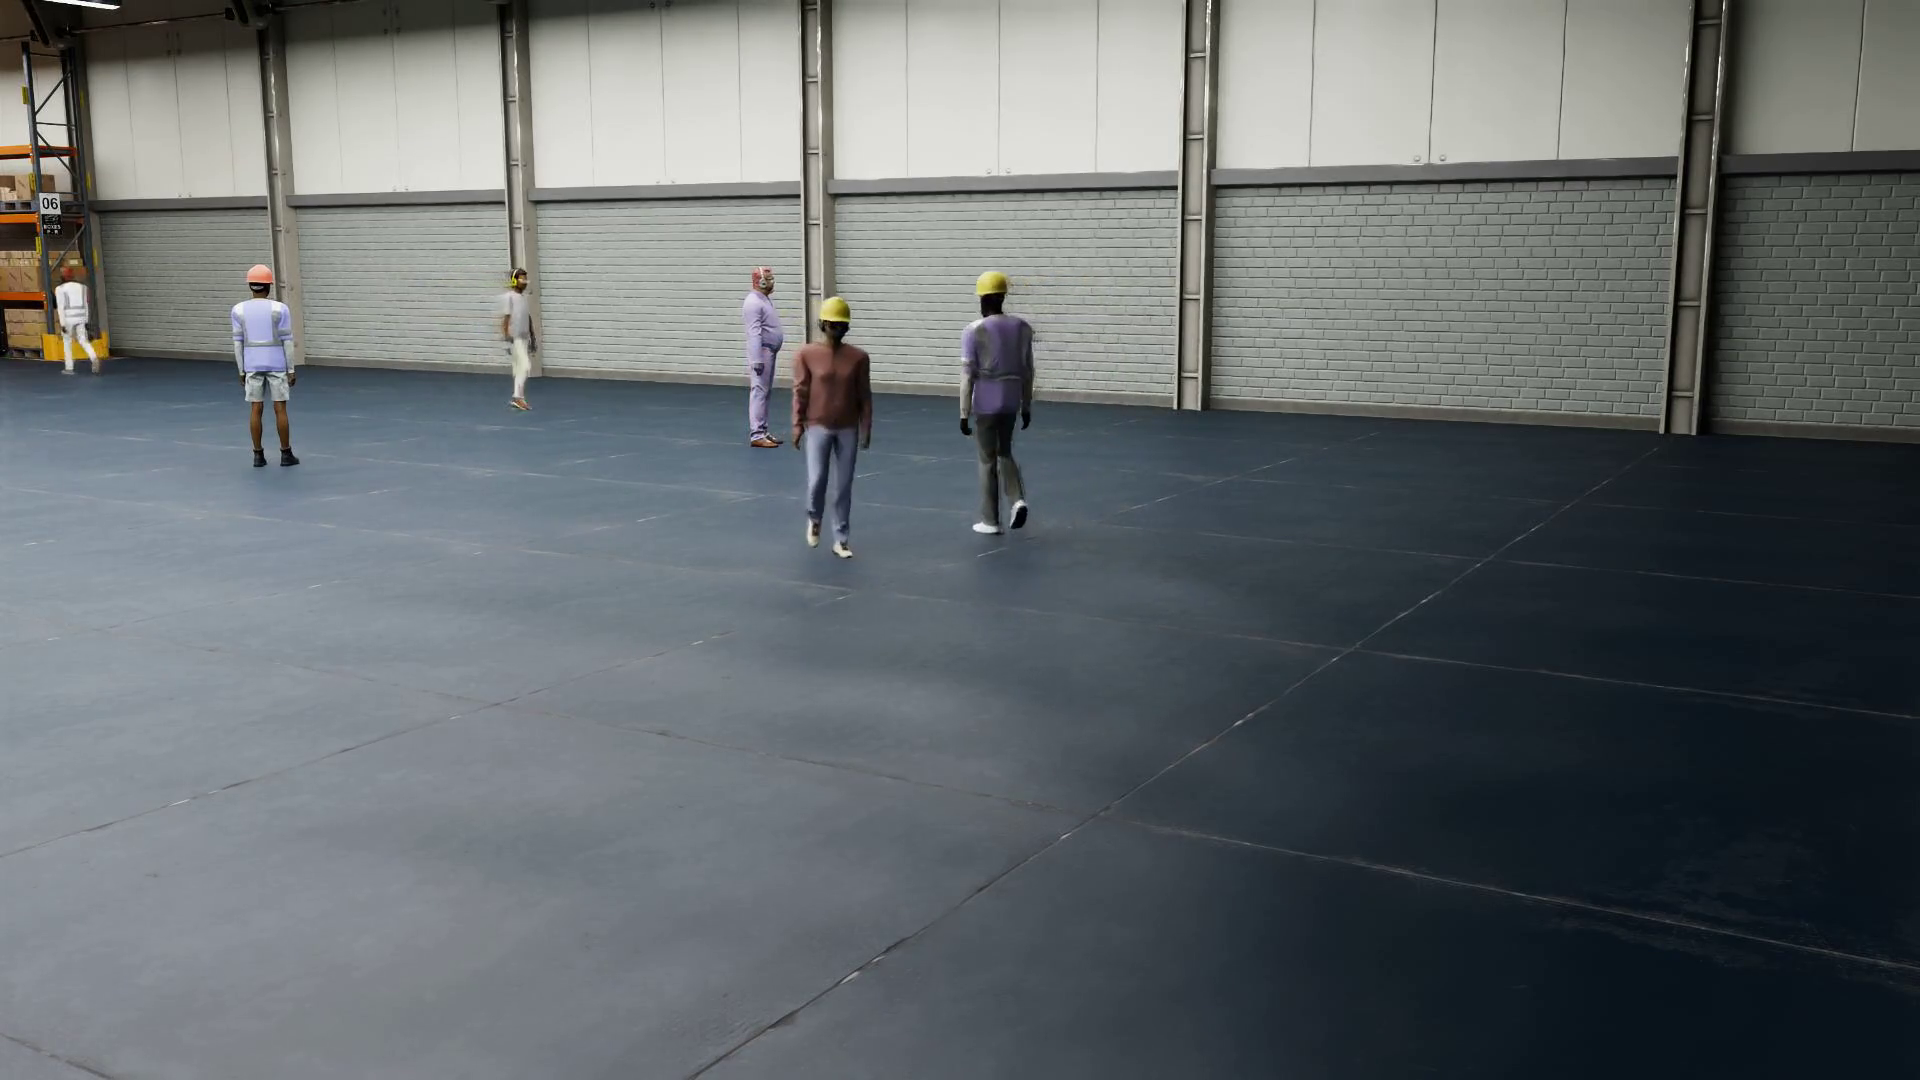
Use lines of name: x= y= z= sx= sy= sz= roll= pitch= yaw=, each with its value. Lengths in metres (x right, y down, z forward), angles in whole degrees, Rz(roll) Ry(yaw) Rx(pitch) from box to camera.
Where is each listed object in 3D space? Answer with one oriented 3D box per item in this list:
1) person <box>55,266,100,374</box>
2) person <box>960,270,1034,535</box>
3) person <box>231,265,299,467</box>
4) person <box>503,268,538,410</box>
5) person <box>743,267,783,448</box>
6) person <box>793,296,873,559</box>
person: x=-15.090 y=-3.742 z=28.383 sx=0.775 sy=1.860 sz=0.579 roll=6 pitch=11 yaw=31
person: x=0.249 y=-0.981 z=12.036 sx=0.606 sy=1.916 sz=0.420 roll=-6 pitch=12 yaw=-33
person: x=-6.667 y=-1.664 z=15.980 sx=0.544 sy=1.939 sz=0.354 roll=-2 pitch=10 yaw=-10
person: x=-5.722 y=-2.624 z=21.829 sx=0.494 sy=1.857 sz=0.552 roll=3 pitch=10 yaw=18
person: x=-2.079 y=-1.941 z=17.692 sx=0.408 sy=1.907 sz=0.653 roll=1 pitch=10 yaw=3
person: x=-0.854 y=-0.753 z=11.169 sx=0.549 sy=1.752 sz=0.407 roll=-3 pitch=10 yaw=-18
